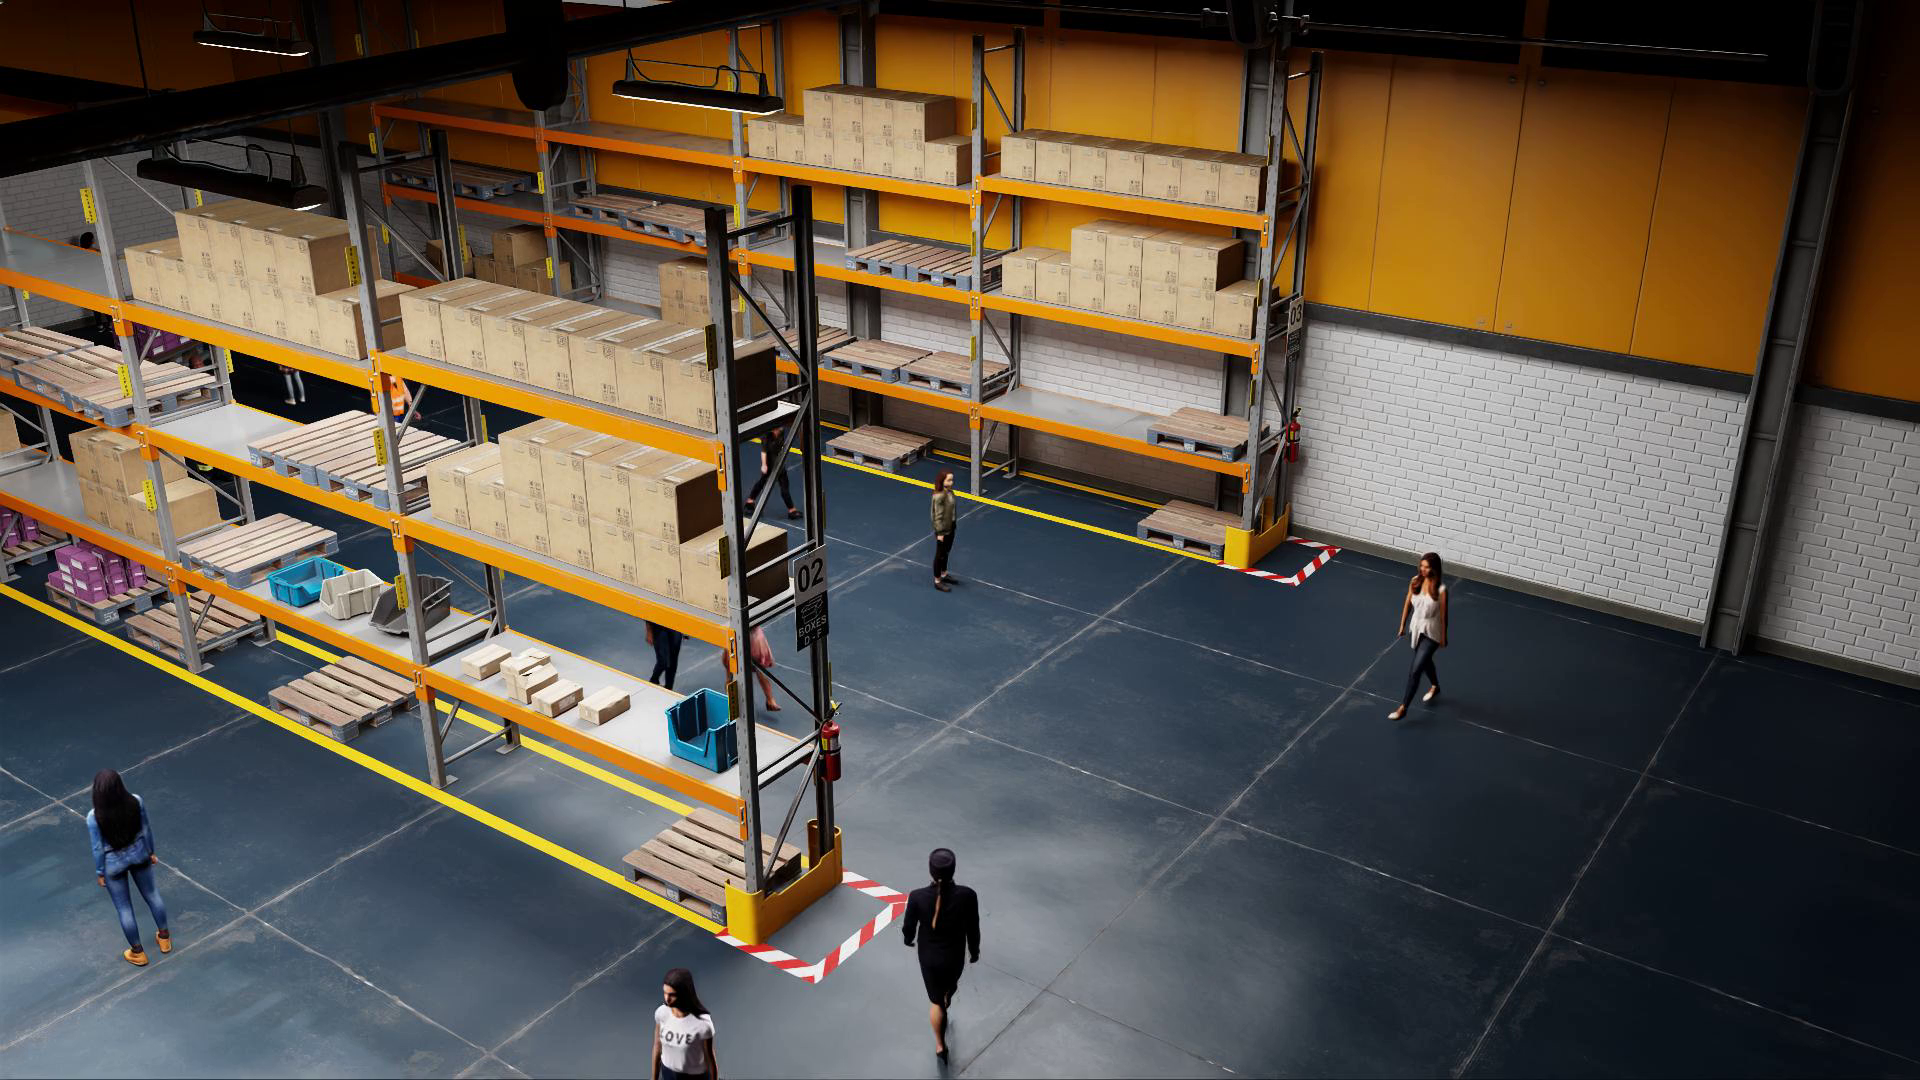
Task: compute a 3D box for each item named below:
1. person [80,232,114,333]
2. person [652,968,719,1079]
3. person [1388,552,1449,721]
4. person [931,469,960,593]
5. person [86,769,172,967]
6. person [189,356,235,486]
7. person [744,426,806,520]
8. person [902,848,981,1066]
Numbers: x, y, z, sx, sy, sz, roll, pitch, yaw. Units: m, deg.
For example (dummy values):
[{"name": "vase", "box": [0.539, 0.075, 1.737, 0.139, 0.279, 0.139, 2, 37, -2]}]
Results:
[{"name": "person", "box": [-15.198, -4.549, 29.298, 0.635, 1.770, 0.747, 2, 24, 4]}, {"name": "person", "box": [-1.731, 3.503, 10.889, 0.637, 1.762, 0.711, 11, 26, 24]}, {"name": "person", "box": [4.746, 0.936, 16.801, 0.892, 1.731, 1.123, -18, 29, -35]}, {"name": "person", "box": [-0.187, -0.140, 19.580, 0.573, 1.475, 0.621, 10, 25, 21]}, {"name": "person", "box": [-6.565, 2.560, 13.108, 0.544, 1.712, 0.626, 19, 30, 36]}, {"name": "person", "box": [-10.237, -1.637, 22.573, 0.634, 1.821, 0.727, 15, 28, 31]}, {"name": "person", "box": [-2.499, -1.064, 21.448, 1.214, 1.672, 0.922, 5, 24, 11]}, {"name": "person", "box": [-0.135, 3.061, 12.058, 1.121, 1.636, 1.147, -2, 24, -4]}]
